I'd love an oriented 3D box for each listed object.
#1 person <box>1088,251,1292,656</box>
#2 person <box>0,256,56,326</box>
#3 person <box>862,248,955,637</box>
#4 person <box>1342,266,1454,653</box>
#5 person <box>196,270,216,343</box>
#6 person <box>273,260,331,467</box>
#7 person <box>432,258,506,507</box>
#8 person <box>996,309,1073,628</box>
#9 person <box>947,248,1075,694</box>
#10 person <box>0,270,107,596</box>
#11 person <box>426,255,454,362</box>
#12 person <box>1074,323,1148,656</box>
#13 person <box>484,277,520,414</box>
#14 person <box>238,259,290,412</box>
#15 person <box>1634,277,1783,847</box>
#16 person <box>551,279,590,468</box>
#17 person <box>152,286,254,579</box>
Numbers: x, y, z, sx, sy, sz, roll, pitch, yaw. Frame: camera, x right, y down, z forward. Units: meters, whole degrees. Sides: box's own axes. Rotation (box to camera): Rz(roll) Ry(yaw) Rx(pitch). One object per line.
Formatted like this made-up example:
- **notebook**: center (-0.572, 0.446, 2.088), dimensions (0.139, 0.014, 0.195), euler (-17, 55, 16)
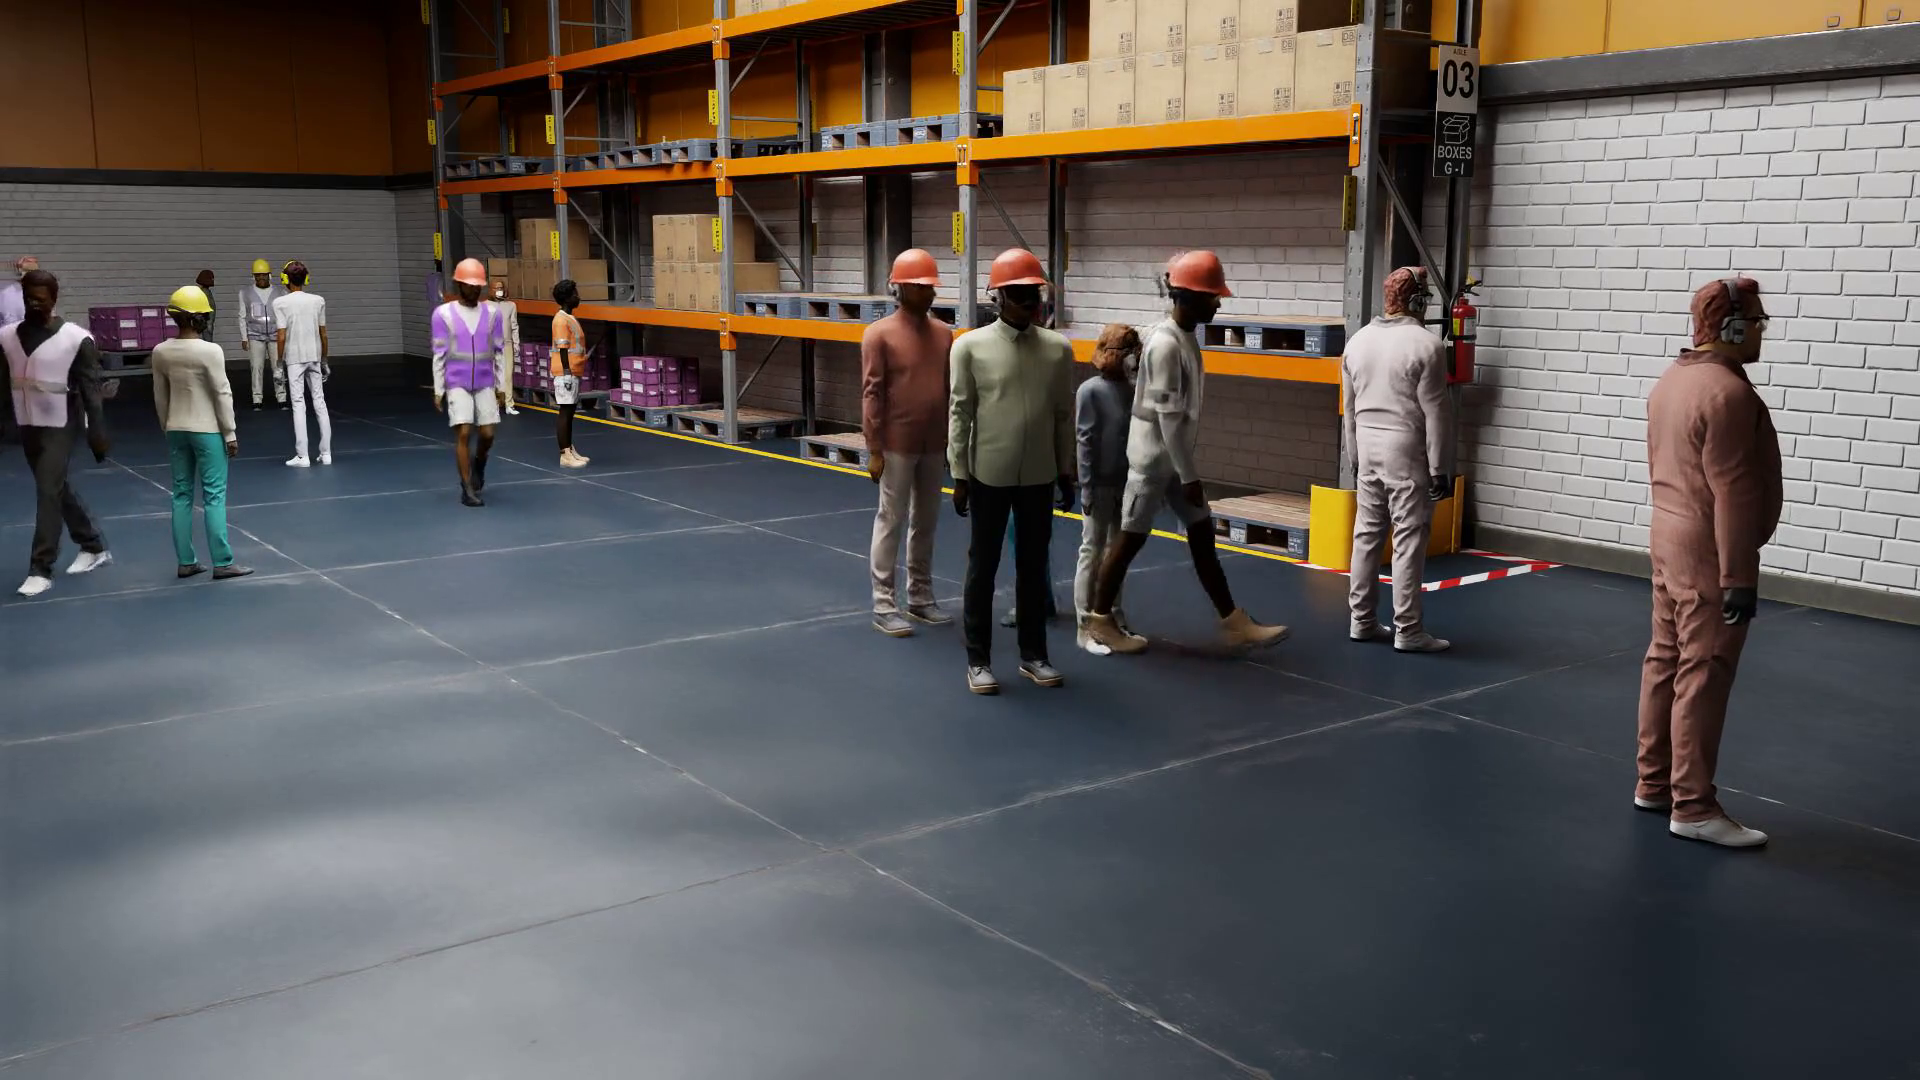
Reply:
- **person**: center (1.080, -0.380, 7.980), dimensions (1.060, 1.978, 0.610), euler (4, 11, 22)
- **person**: center (-9.140, -1.863, 16.532), dimensions (0.542, 1.889, 0.681), euler (3, 11, 17)
- **person**: center (-0.240, -0.505, 8.648), dimensions (0.395, 1.992, 0.622), euler (10, 14, 44)
- **person**: center (2.196, -0.396, 8.284), dimensions (0.409, 1.909, 0.643), euler (-7, 12, -33)
- **person**: center (-11.227, -3.210, 24.832), dimensions (0.285, 1.628, 0.502), euler (-5, 11, -24)
- **person**: center (-5.981, -1.598, 15.115), dimensions (0.327, 1.874, 0.517), euler (9, 13, 41)
- **person**: center (-3.822, -1.228, 12.929), dimensions (0.576, 1.912, 0.630), euler (-6, 12, -29)
- **person**: center (0.298, -0.450, 8.815), dimensions (0.632, 1.816, 0.572), euler (-7, 12, -35)
- **person**: center (0.239, -0.308, 7.535), dimensions (0.619, 1.997, 0.373), euler (-4, 11, -23)
- **person**: center (-5.429, -0.663, 9.900), dimensions (0.587, 1.871, 0.963), euler (2, 10, 12)
- **person**: center (-7.402, -3.181, 23.851), dimensions (0.585, 1.917, 0.380), euler (9, 13, 41)
- **person**: center (0.764, -0.257, 8.266), dimensions (0.278, 1.634, 0.498), euler (10, 14, 43)
- **person**: center (-5.427, -2.272, 19.582), dimensions (0.498, 1.625, 0.280), euler (-8, 13, -37)
- **person**: center (-8.381, -2.466, 20.087), dimensions (0.593, 1.833, 0.404), euler (-5, 11, -27)
- **person**: center (2.568, 0.068, 5.678), dimensions (0.410, 1.912, 0.641), euler (0, 10, 2)
- **person**: center (-3.542, -1.507, 15.085), dimensions (0.318, 1.700, 0.536), euler (-1, 10, -5)
- **person**: center (-4.597, -0.641, 10.049), dimensions (0.523, 1.769, 0.316), euler (3, 11, 16)
